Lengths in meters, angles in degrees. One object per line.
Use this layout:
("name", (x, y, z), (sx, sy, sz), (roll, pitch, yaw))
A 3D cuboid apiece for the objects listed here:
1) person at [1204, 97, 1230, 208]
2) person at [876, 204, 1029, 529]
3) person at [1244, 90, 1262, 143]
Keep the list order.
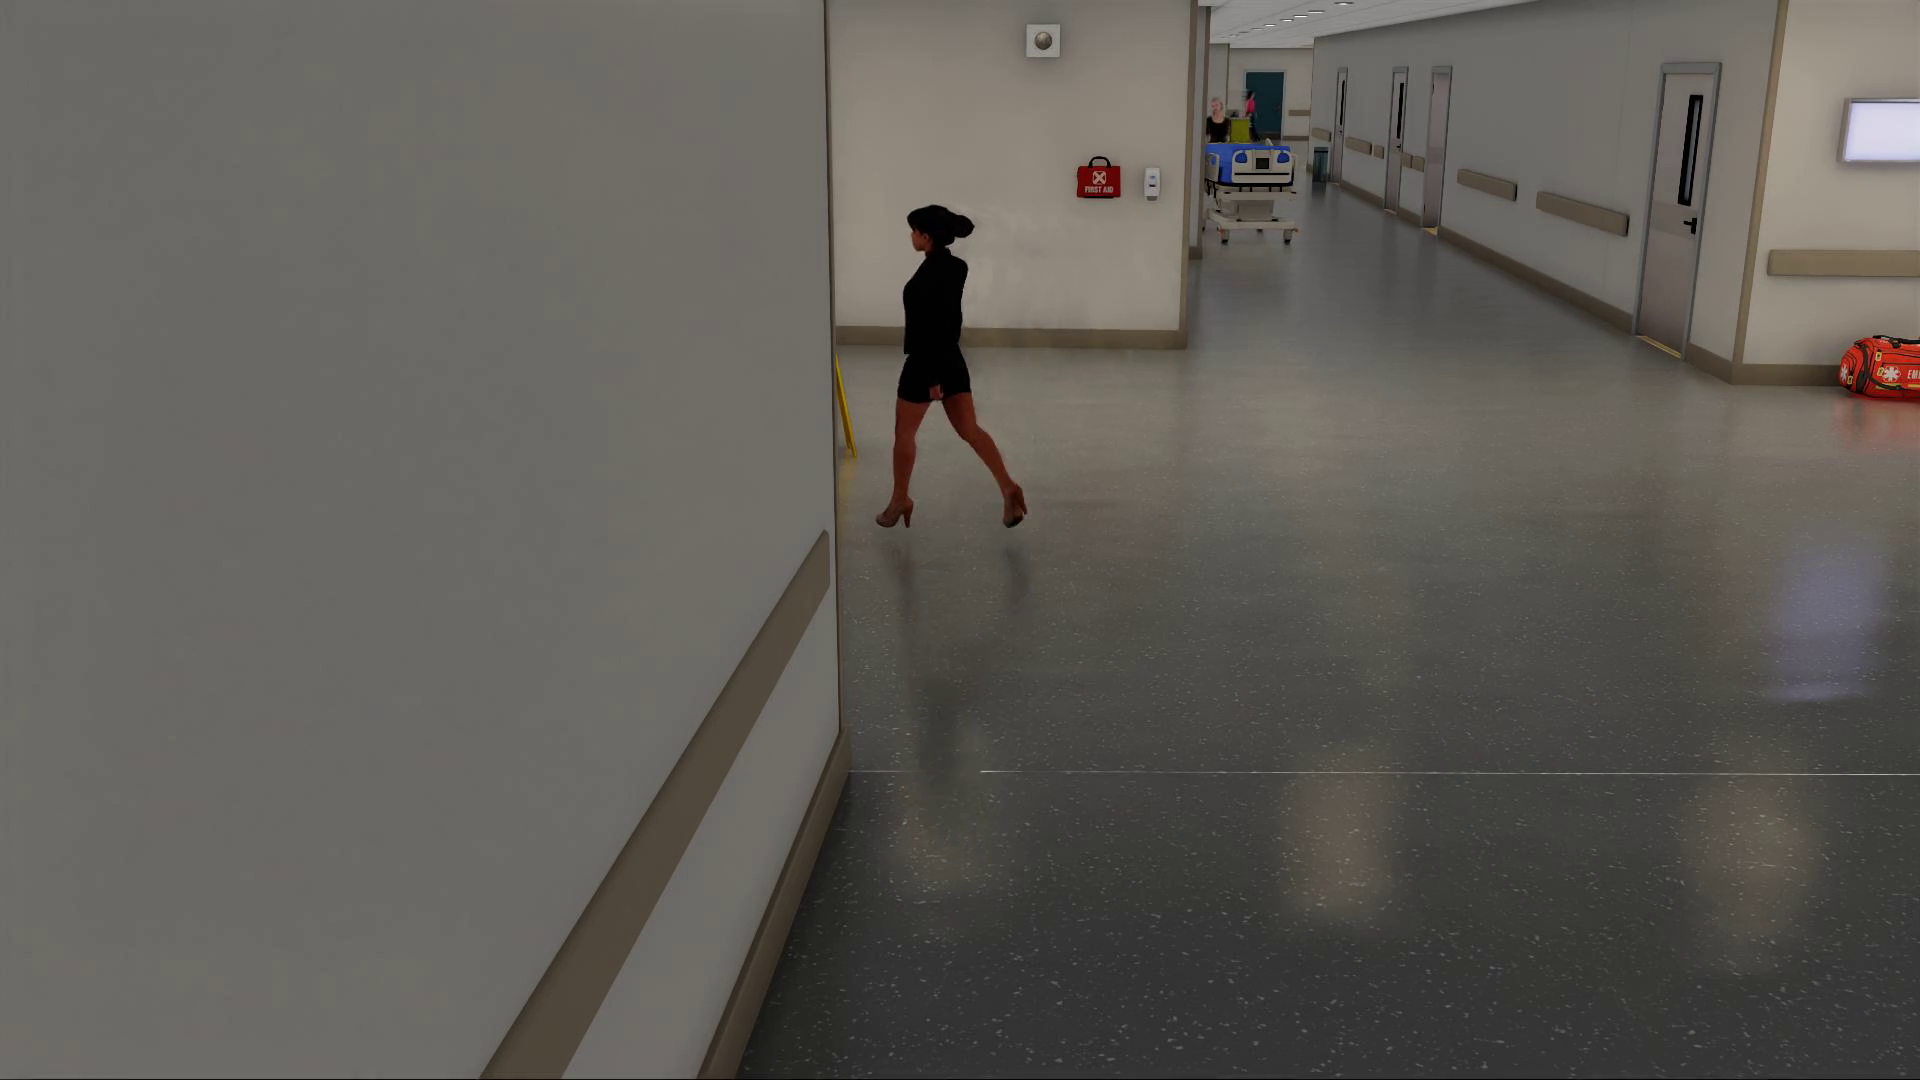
("person", (4.268, -6.495, 27.952), (0.992, 1.811, 0.911), (-6, 17, -21))
("person", (-0.028, -0.778, 8.062), (1.111, 1.602, 0.877), (10, 19, 31))
("person", (9.263, -13.604, 53.534), (1.187, 1.614, 1.024), (11, 19, 35))
